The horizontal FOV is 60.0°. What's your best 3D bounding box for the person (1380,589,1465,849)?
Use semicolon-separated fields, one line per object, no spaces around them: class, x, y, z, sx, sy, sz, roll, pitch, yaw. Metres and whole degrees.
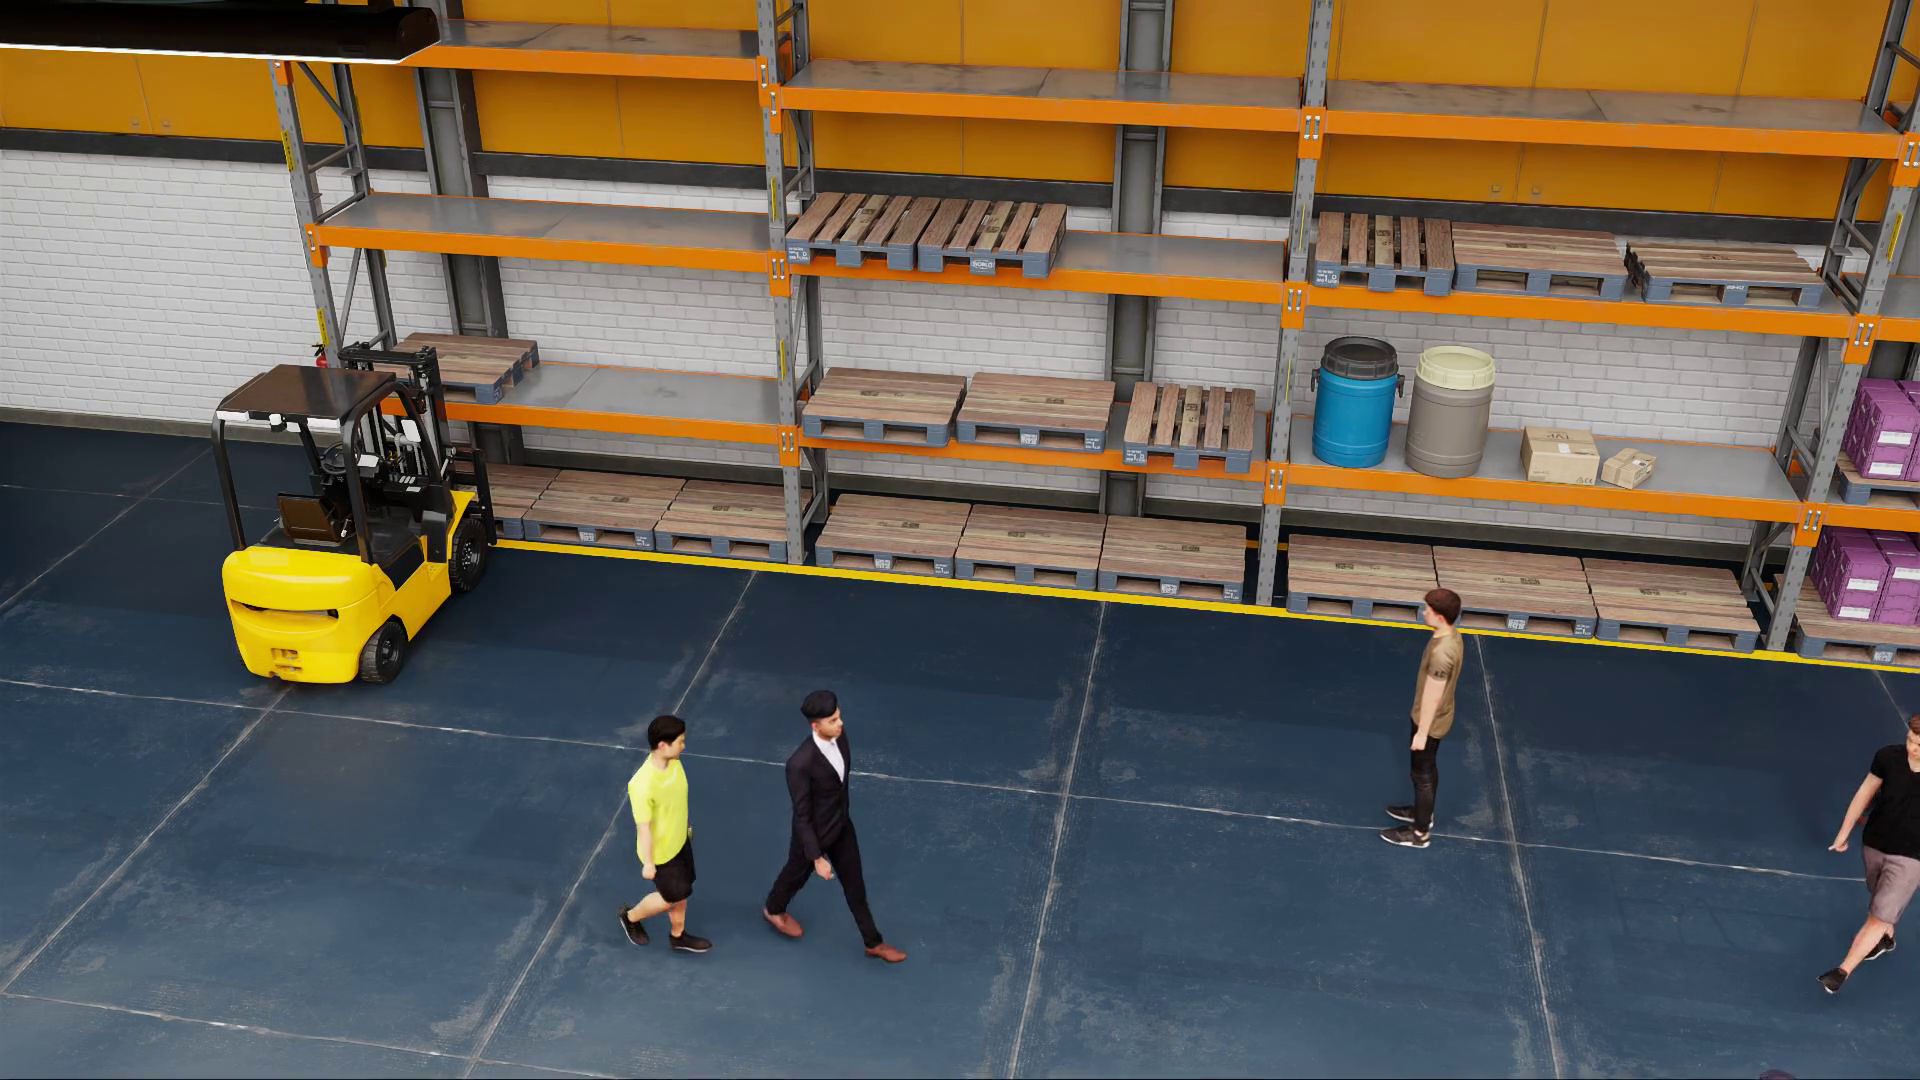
person;3.051;1.142;10.740;0.604;1.849;0.687;8;30;15

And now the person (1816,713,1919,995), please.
person;5.494;1.756;9.649;1.250;1.816;1.141;-16;33;-27

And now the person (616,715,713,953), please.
person;-1.817;1.760;9.783;0.809;1.681;0.667;7;29;13

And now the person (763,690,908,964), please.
person;-0.905;1.675;9.777;1.331;1.836;1.035;17;33;28
